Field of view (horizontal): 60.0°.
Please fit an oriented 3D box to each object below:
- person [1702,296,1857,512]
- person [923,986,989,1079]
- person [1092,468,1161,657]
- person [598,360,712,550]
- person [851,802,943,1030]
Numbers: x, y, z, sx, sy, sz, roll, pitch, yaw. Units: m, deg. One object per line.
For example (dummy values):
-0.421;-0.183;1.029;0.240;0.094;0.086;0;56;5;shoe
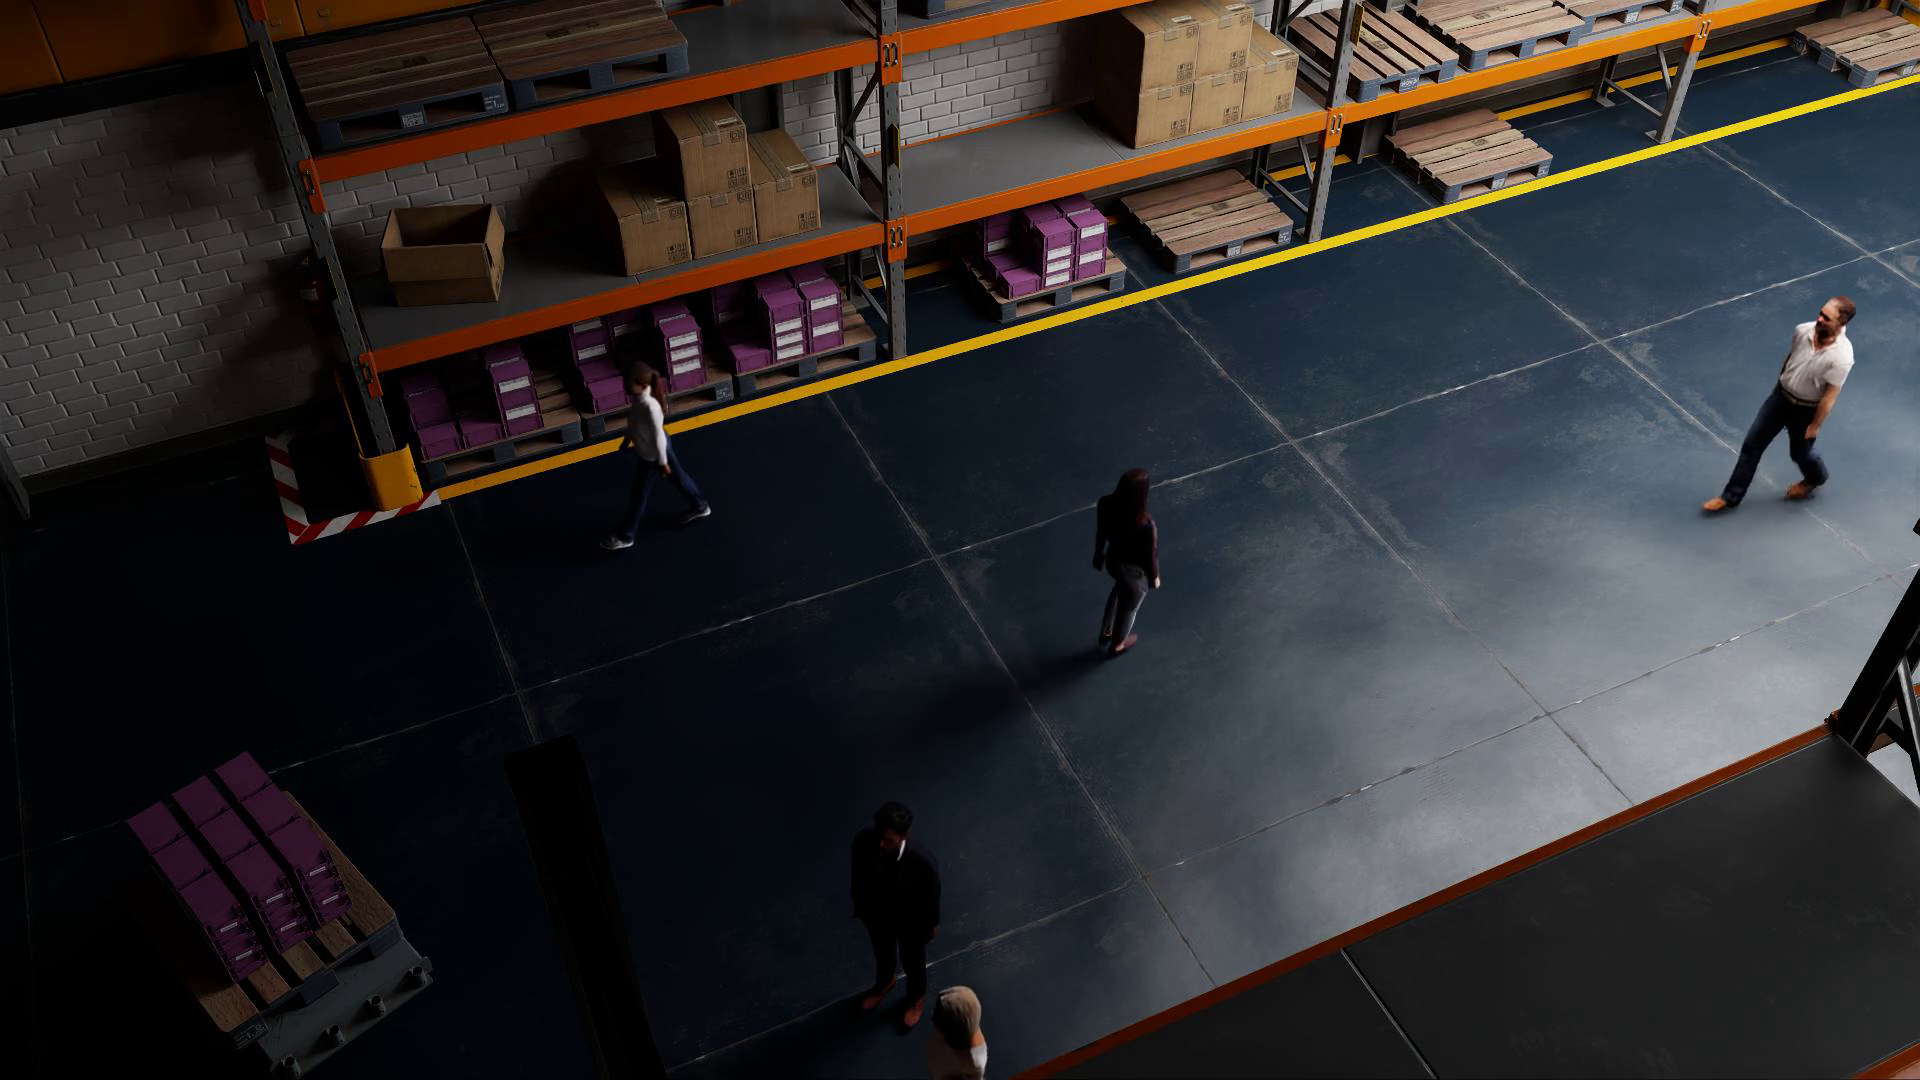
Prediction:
5.936;-0.932;11.602;1.235;1.820;0.778;-13;45;-13;person
0.051;2.612;7.947;0.953;1.730;0.578;-17;46;-17;person
1.026;0.199;10.575;0.664;1.599;0.667;-31;52;-29;person
-2.044;-0.631;11.510;1.054;1.510;0.548;-16;46;-17;person
-0.327;1.930;8.666;0.703;1.726;0.750;16;46;16;person
